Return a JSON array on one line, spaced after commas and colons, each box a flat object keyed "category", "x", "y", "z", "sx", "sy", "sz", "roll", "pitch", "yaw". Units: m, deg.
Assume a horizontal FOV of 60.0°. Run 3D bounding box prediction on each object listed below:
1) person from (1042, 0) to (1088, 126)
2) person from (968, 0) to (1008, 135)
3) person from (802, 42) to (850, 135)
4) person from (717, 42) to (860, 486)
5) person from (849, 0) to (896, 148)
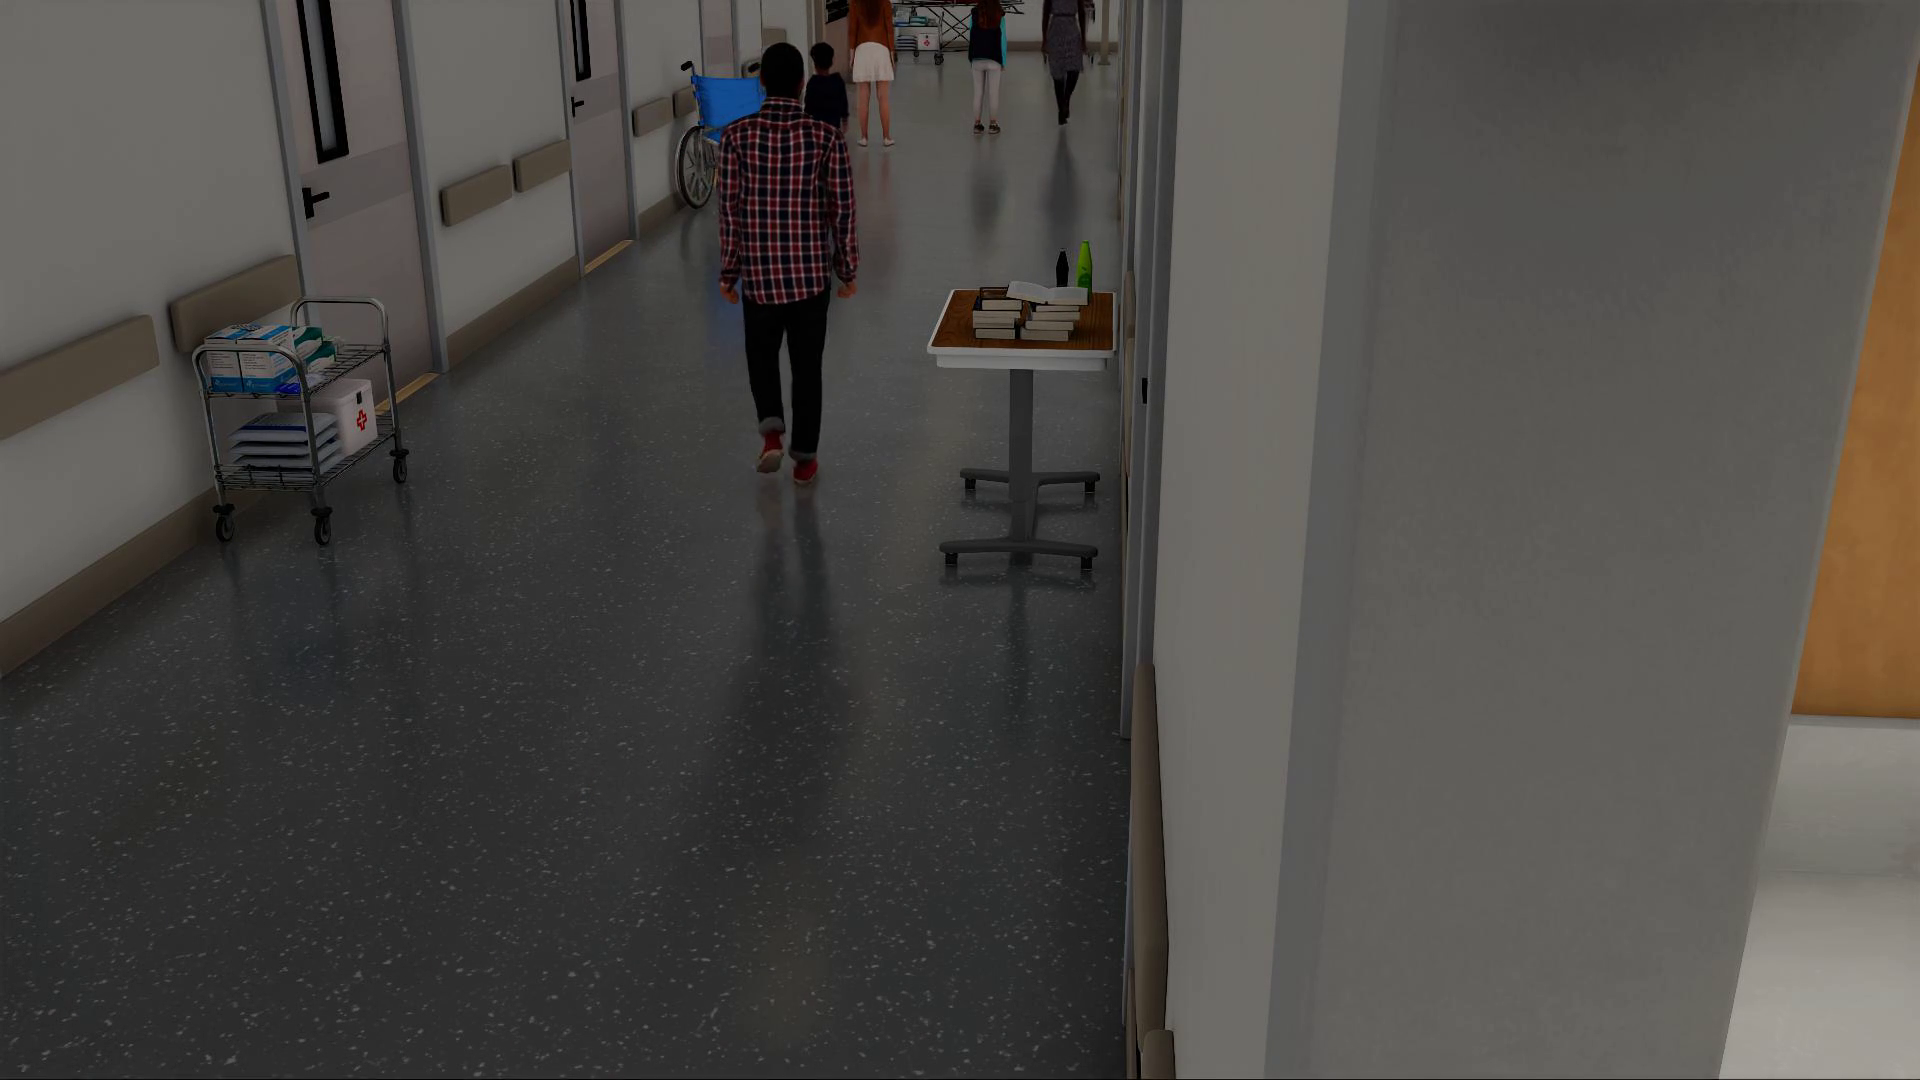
[{"category": "person", "x": 1.121, "y": -5.328, "z": 17.845, "sx": 0.644, "sy": 1.775, "sz": 0.858, "roll": 2, "pitch": 21, "yaw": 6}, {"category": "person", "x": 0.276, "y": -5.068, "z": 17.550, "sx": 0.594, "sy": 1.498, "sz": 0.610, "roll": 5, "pitch": 21, "yaw": 13}, {"category": "person", "x": -1.100, "y": -3.457, "z": 13.708, "sx": 0.681, "sy": 1.207, "sz": 0.794, "roll": -6, "pitch": 22, "yaw": -15}, {"category": "person", "x": -0.696, "y": -1.045, "z": 6.573, "sx": 0.740, "sy": 1.750, "sz": 0.669, "roll": -1, "pitch": 21, "yaw": -2}, {"category": "person", "x": -0.873, "y": -4.811, "z": 16.555, "sx": 0.609, "sy": 1.721, "sz": 0.570, "roll": 1, "pitch": 21, "yaw": 2}]
